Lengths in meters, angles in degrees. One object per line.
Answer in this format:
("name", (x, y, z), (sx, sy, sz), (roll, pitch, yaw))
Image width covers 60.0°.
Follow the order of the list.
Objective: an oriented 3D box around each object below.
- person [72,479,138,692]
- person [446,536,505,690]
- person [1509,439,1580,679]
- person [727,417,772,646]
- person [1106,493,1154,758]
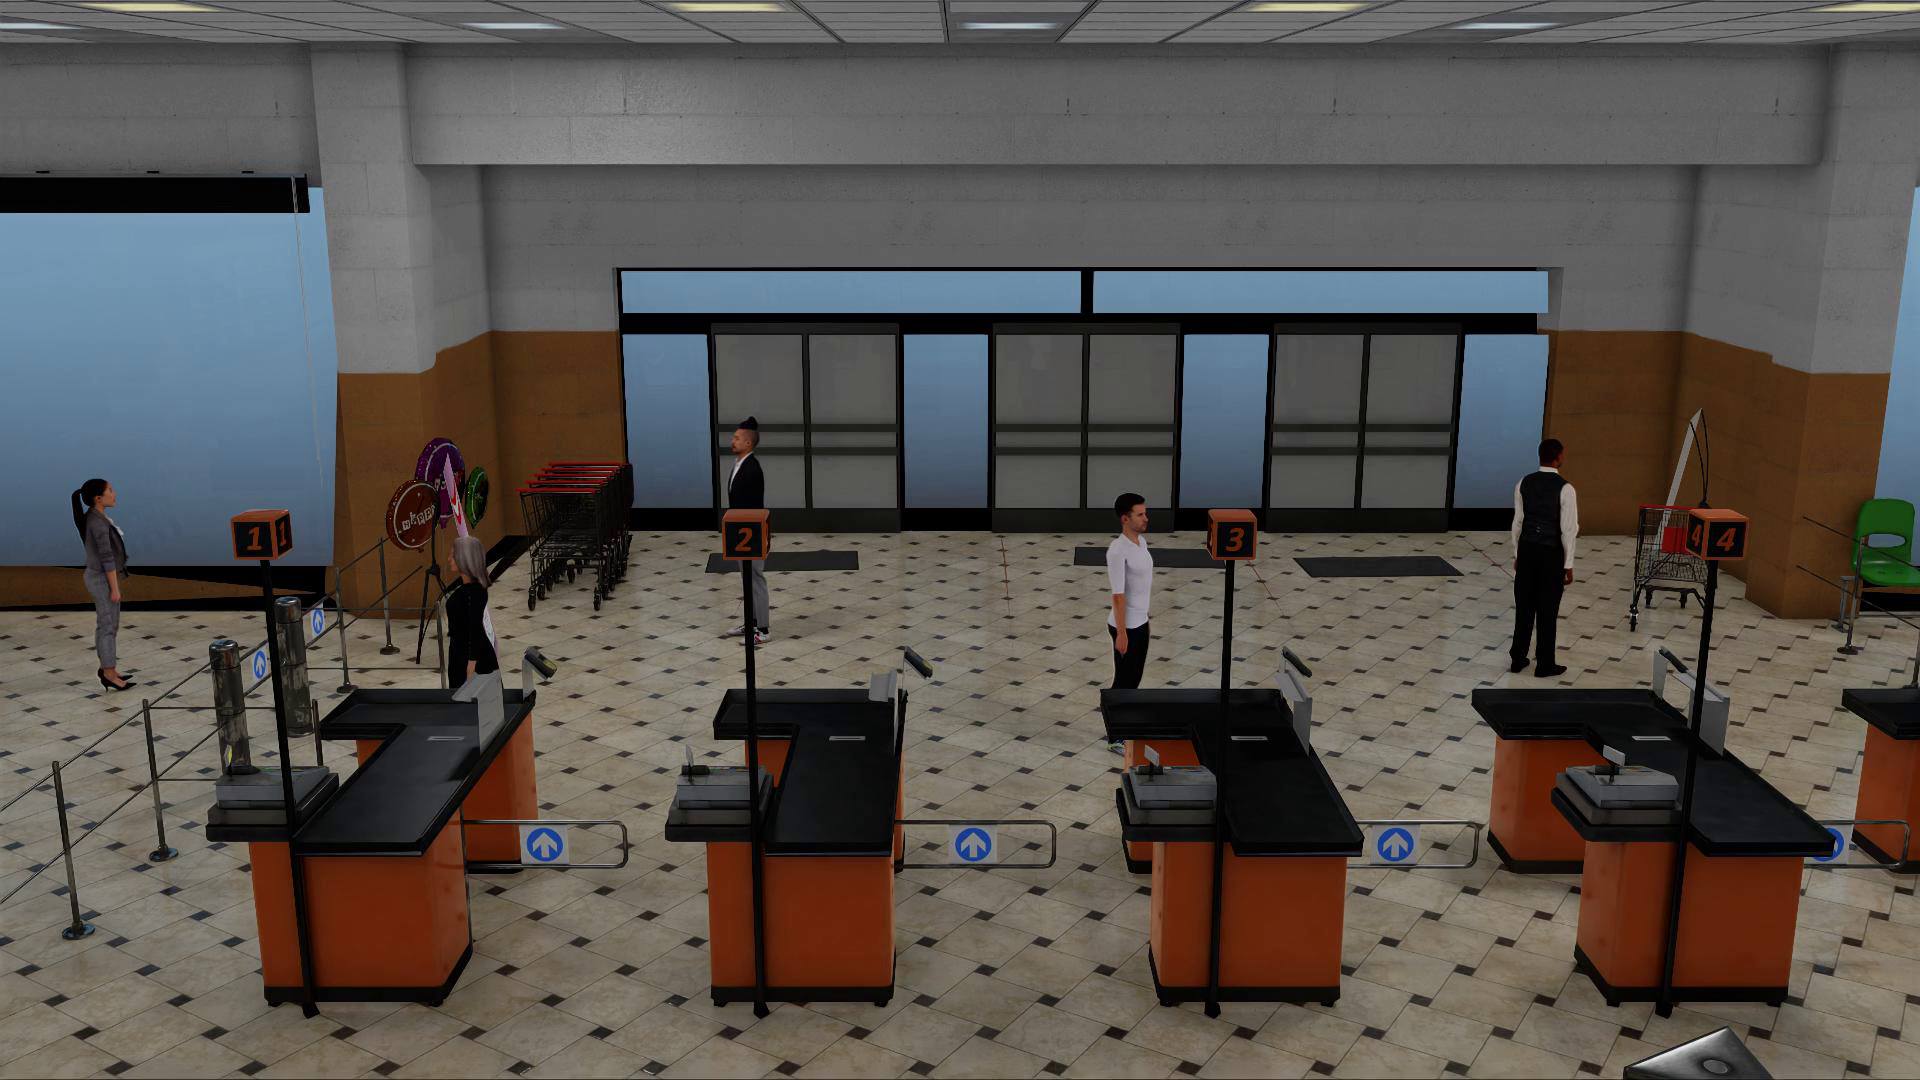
("person", (-6.683, 0.344, 12.974), (0.772, 1.674, 0.695), (-11, 17, -37))
("person", (-3.181, 0.819, 10.858), (0.739, 1.747, 0.627), (-6, 15, -22))
("person", (4.656, 0.134, 13.317), (0.829, 1.919, 0.764), (-13, 19, -42))
("person", (-1.781, -0.088, 14.170), (0.841, 1.948, 0.681), (-5, 15, -20))
("person", (1.186, 0.575, 11.642), (0.814, 1.851, 0.668), (7, 15, 26))
